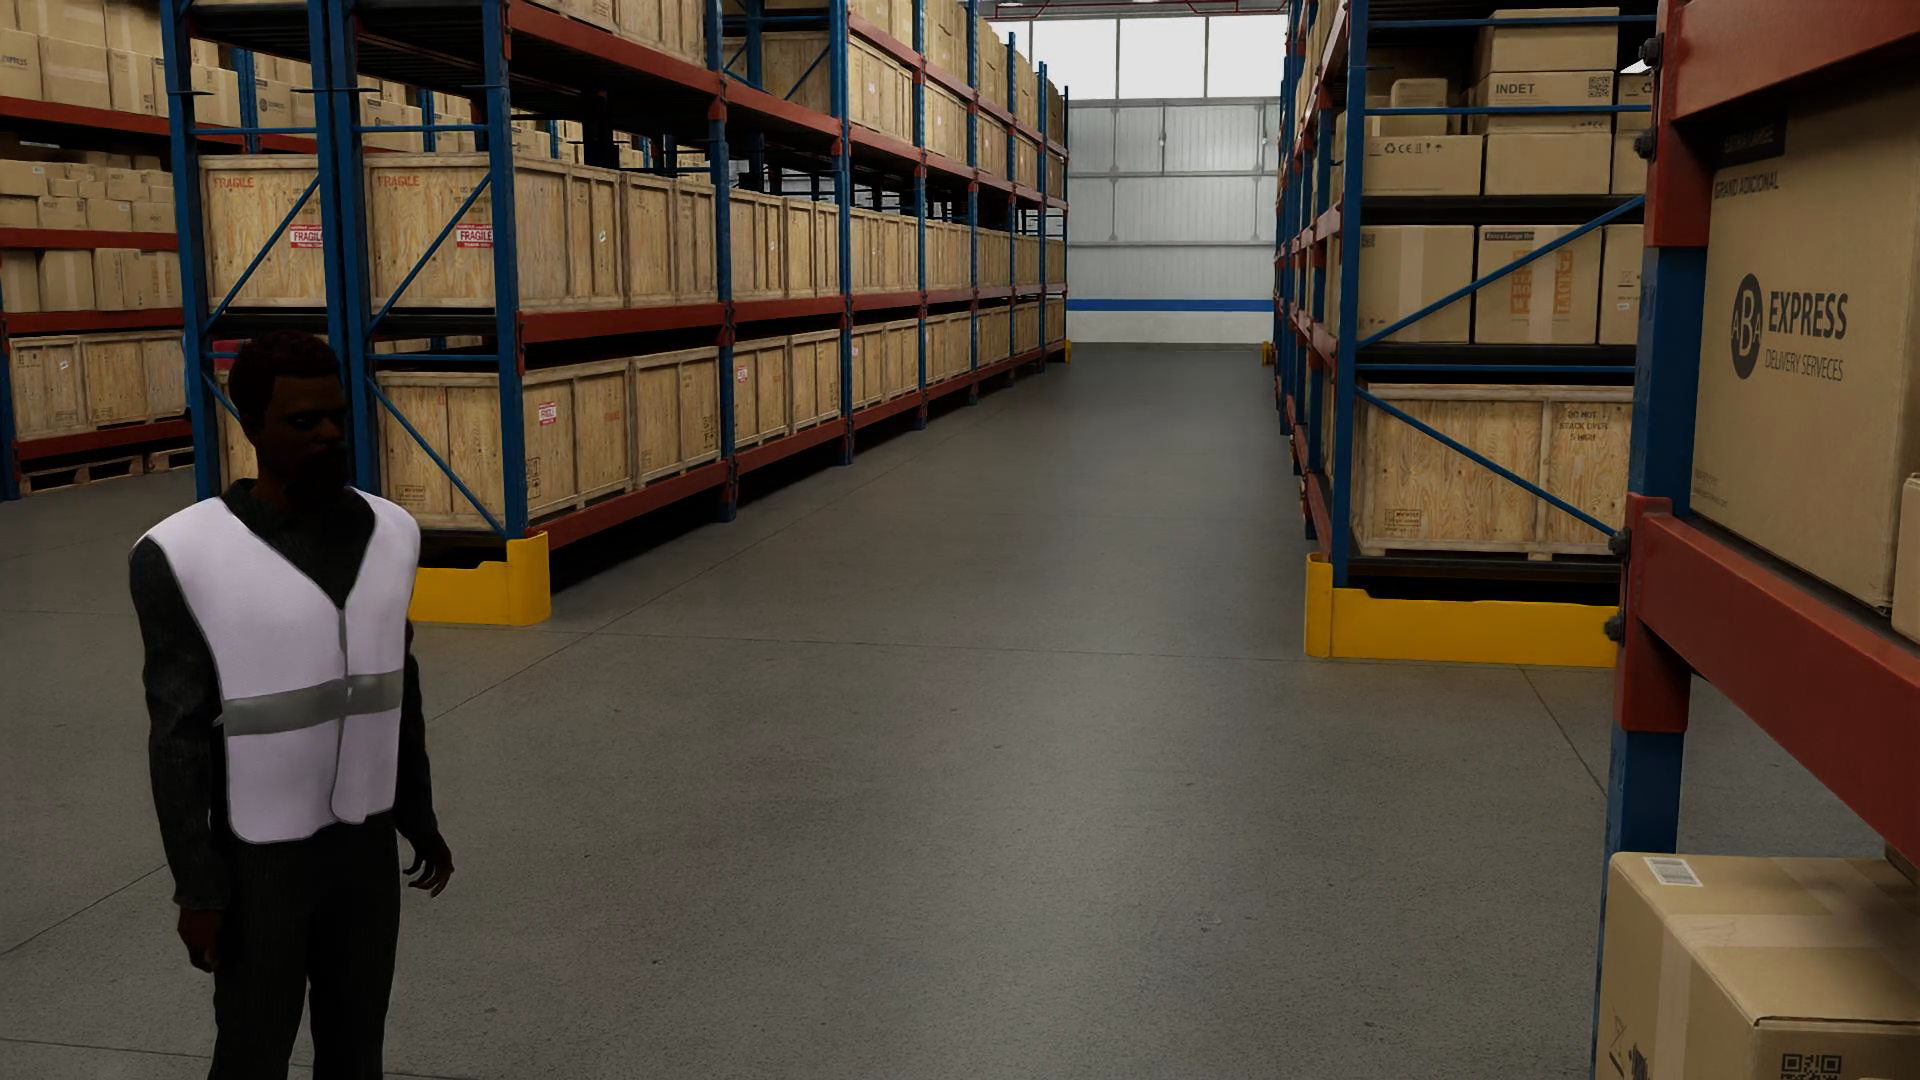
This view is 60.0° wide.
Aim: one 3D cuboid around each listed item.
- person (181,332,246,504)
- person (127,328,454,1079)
[{"bbox_3d":[-6.404,-1.185,14.263,0.429,1.840,0.632,4,10,22],"label":"person"},{"bbox_3d":[-1.246,0.562,3.171,0.392,1.920,0.587,5,11,30],"label":"person"}]
